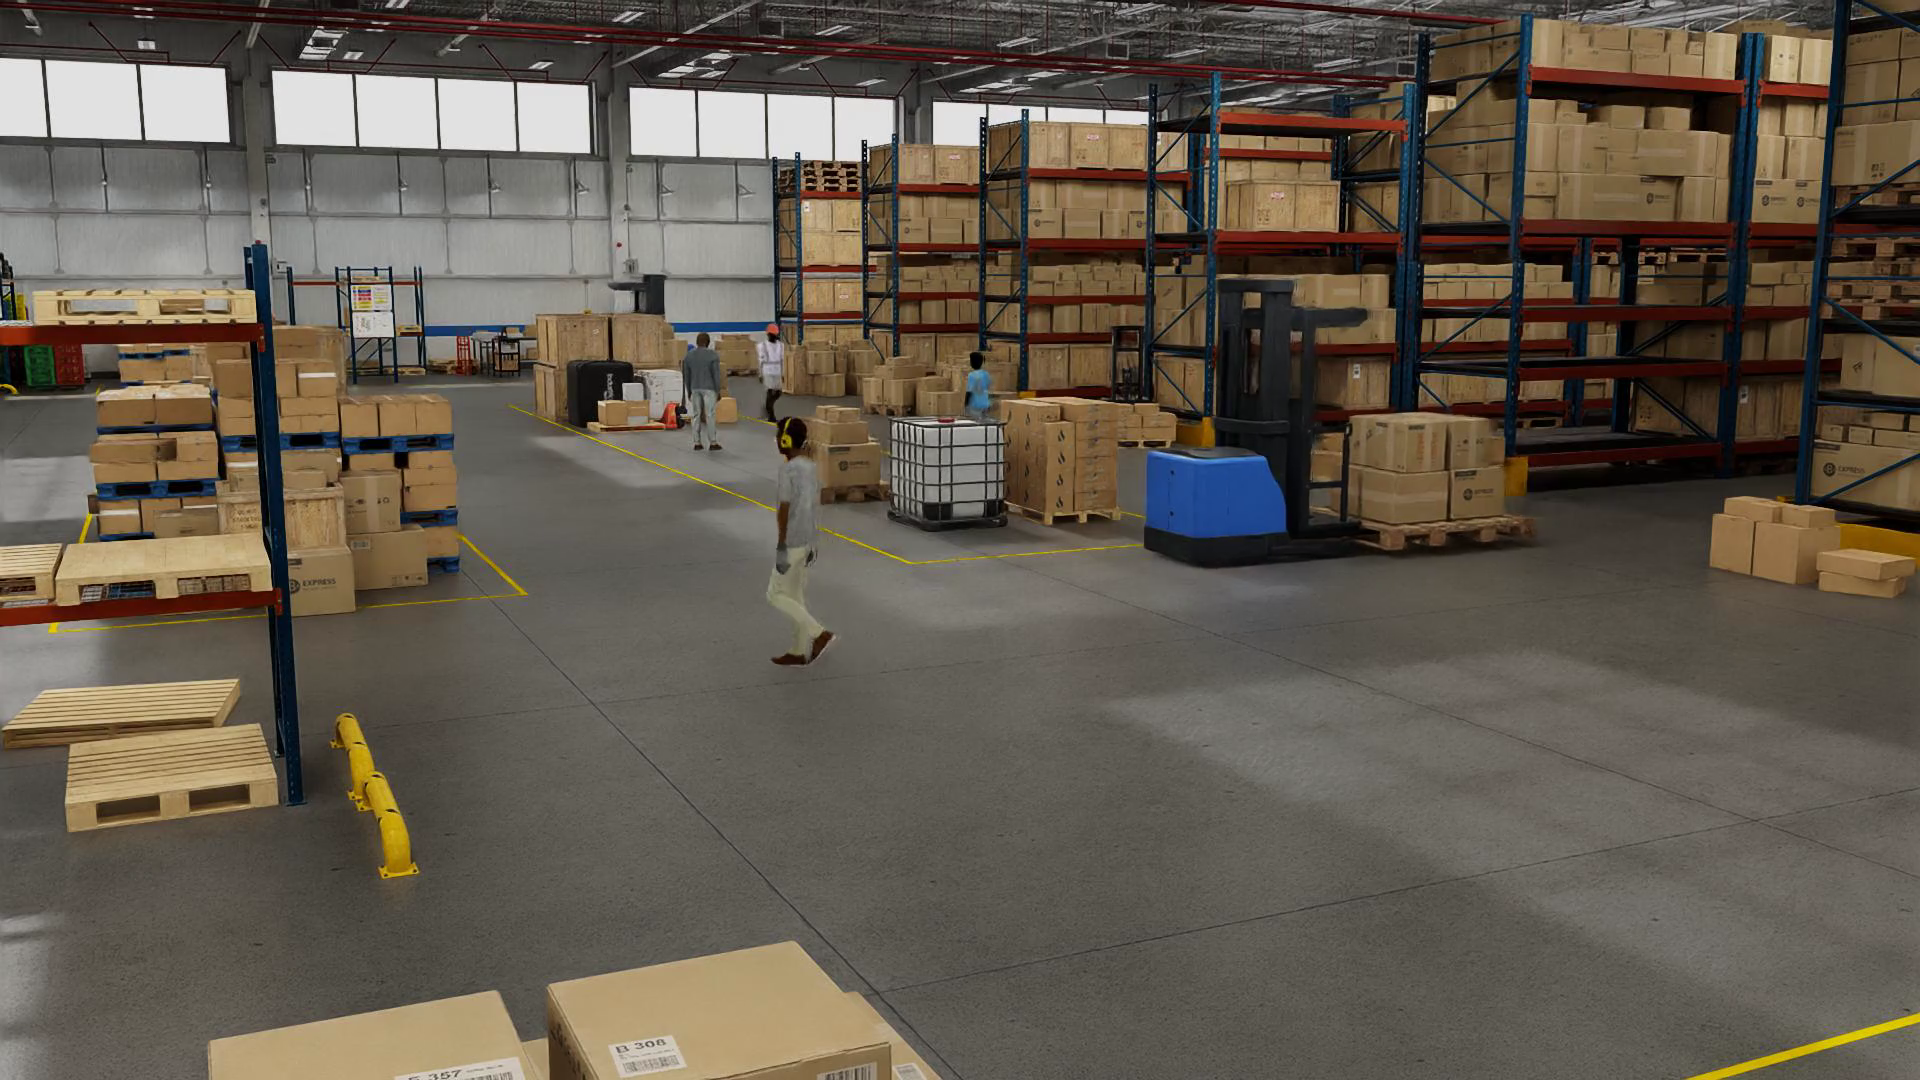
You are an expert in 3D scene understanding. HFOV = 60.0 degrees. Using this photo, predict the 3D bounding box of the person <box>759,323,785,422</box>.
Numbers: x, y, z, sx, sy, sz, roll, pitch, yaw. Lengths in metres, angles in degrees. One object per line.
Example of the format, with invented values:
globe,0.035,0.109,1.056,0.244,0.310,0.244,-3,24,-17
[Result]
person,-3.659,-3.236,32.154,0.559,1.923,0.576,-6,11,-33

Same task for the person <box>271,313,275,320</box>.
person,-15.607,-4.167,37.680,0.622,1.993,0.382,6,11,34

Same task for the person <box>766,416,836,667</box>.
person,-1.171,0.032,12.064,0.477,1.852,0.542,4,10,22

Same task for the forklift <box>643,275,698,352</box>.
forklift,-7.494,-5.146,41.016,1.873,2.768,1.129,-4,10,-25

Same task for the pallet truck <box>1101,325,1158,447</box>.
pallet truck,2.881,-2.596,27.923,0.823,1.965,1.885,-1,9,-7

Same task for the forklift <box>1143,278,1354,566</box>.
forklift,2.908,-1.236,16.754,1.873,2.768,1.129,-4,10,-25

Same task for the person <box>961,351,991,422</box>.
person,0.263,-2.056,25.566,0.370,1.680,0.535,5,10,28

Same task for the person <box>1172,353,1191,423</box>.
person,4.263,-3.165,31.941,0.430,1.845,0.623,8,12,40

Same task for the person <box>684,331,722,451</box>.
person,-4.157,-2.408,26.963,0.628,1.933,0.378,3,10,17
